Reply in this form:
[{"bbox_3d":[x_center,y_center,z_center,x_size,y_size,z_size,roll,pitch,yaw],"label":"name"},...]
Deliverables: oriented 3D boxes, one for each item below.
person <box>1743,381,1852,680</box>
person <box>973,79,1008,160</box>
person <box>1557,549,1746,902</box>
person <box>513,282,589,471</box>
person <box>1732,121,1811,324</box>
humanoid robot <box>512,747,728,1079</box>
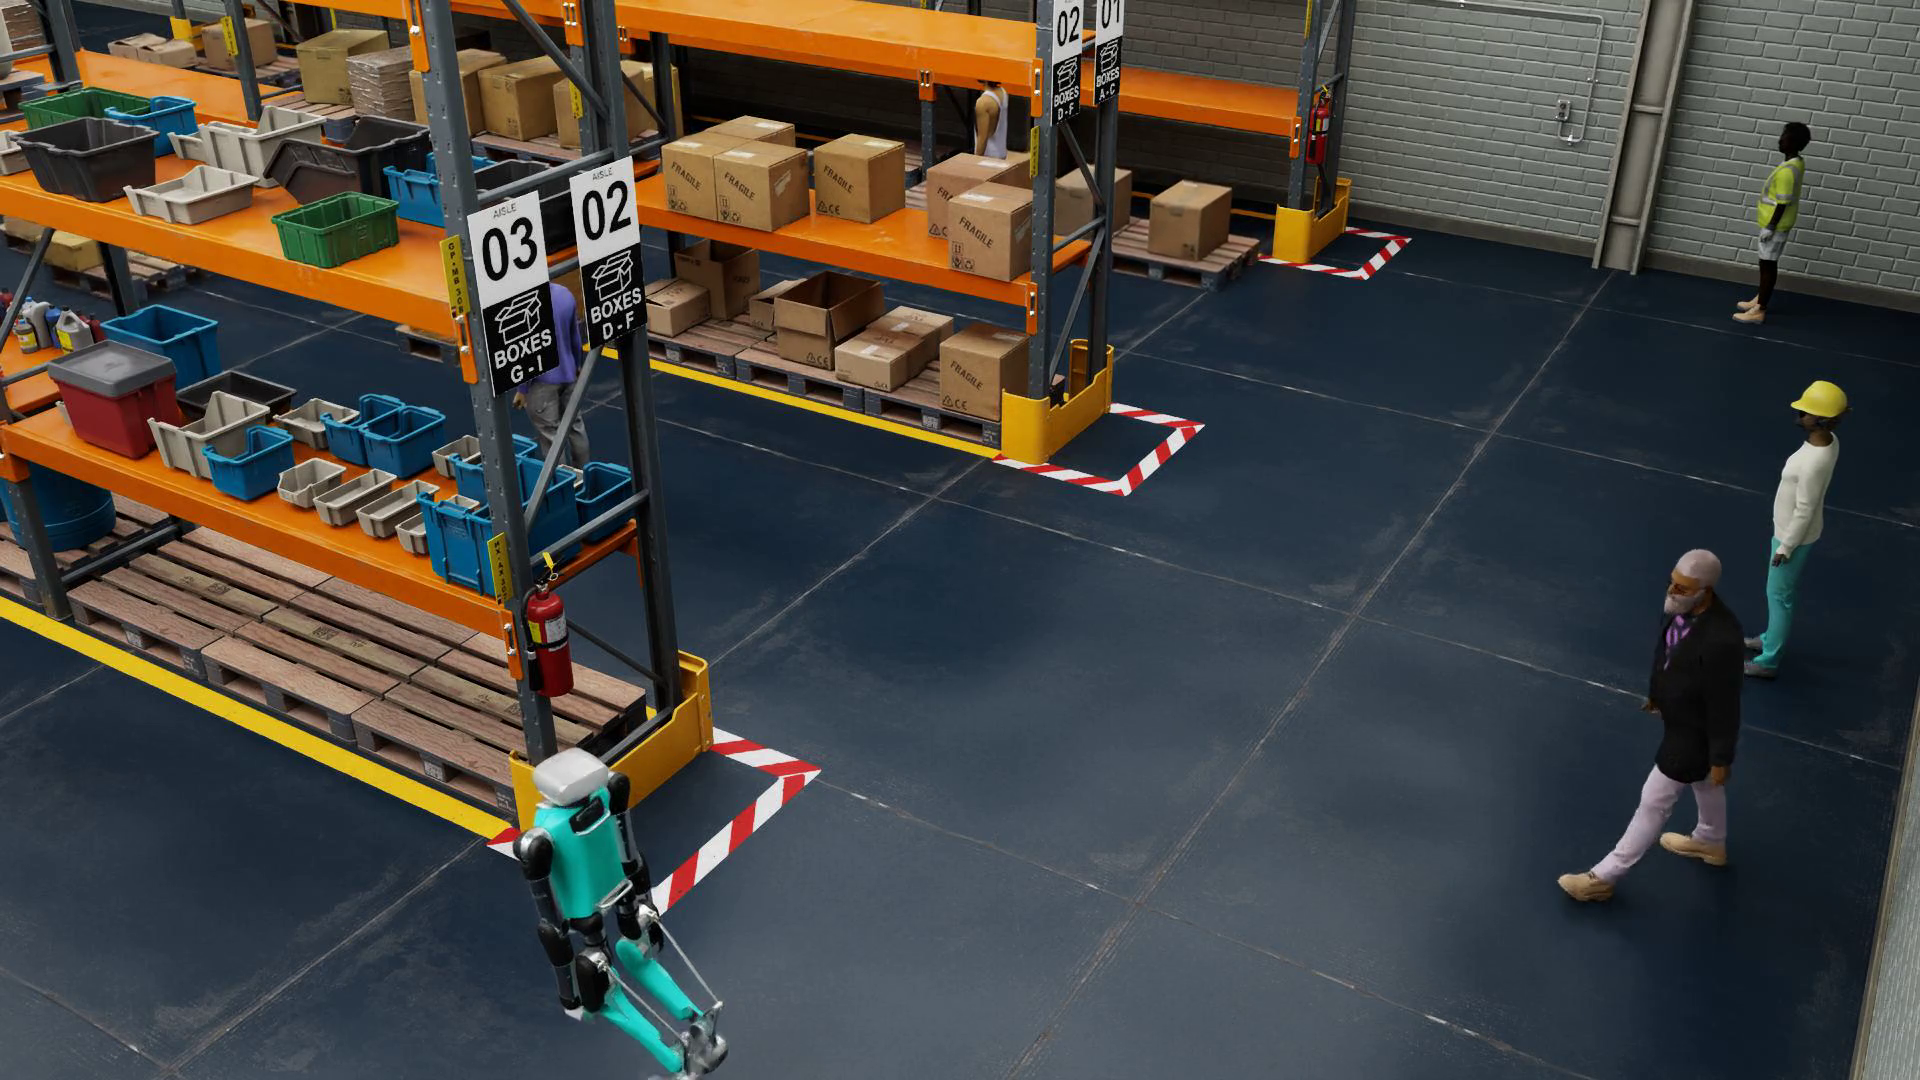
[{"bbox_3d":[4.579,-0.050,9.185,0.312,1.767,0.533,16,33,26],"label":"person"},{"bbox_3d":[0.239,-3.543,15.353,0.379,1.861,0.531,16,33,26],"label":"person"},{"bbox_3d":[3.251,0.835,7.564,0.986,1.792,0.625,-1,29,-1],"label":"person"},{"bbox_3d":[-2.684,-1.049,10.944,0.382,1.797,0.606,16,33,26],"label":"person"},{"bbox_3d":[6.816,-2.653,13.926,0.315,1.695,0.540,16,33,26],"label":"person"},{"bbox_3d":[-1.174,1.602,6.188,0.776,1.716,0.537,15,33,25],"label":"humanoid robot"}]
